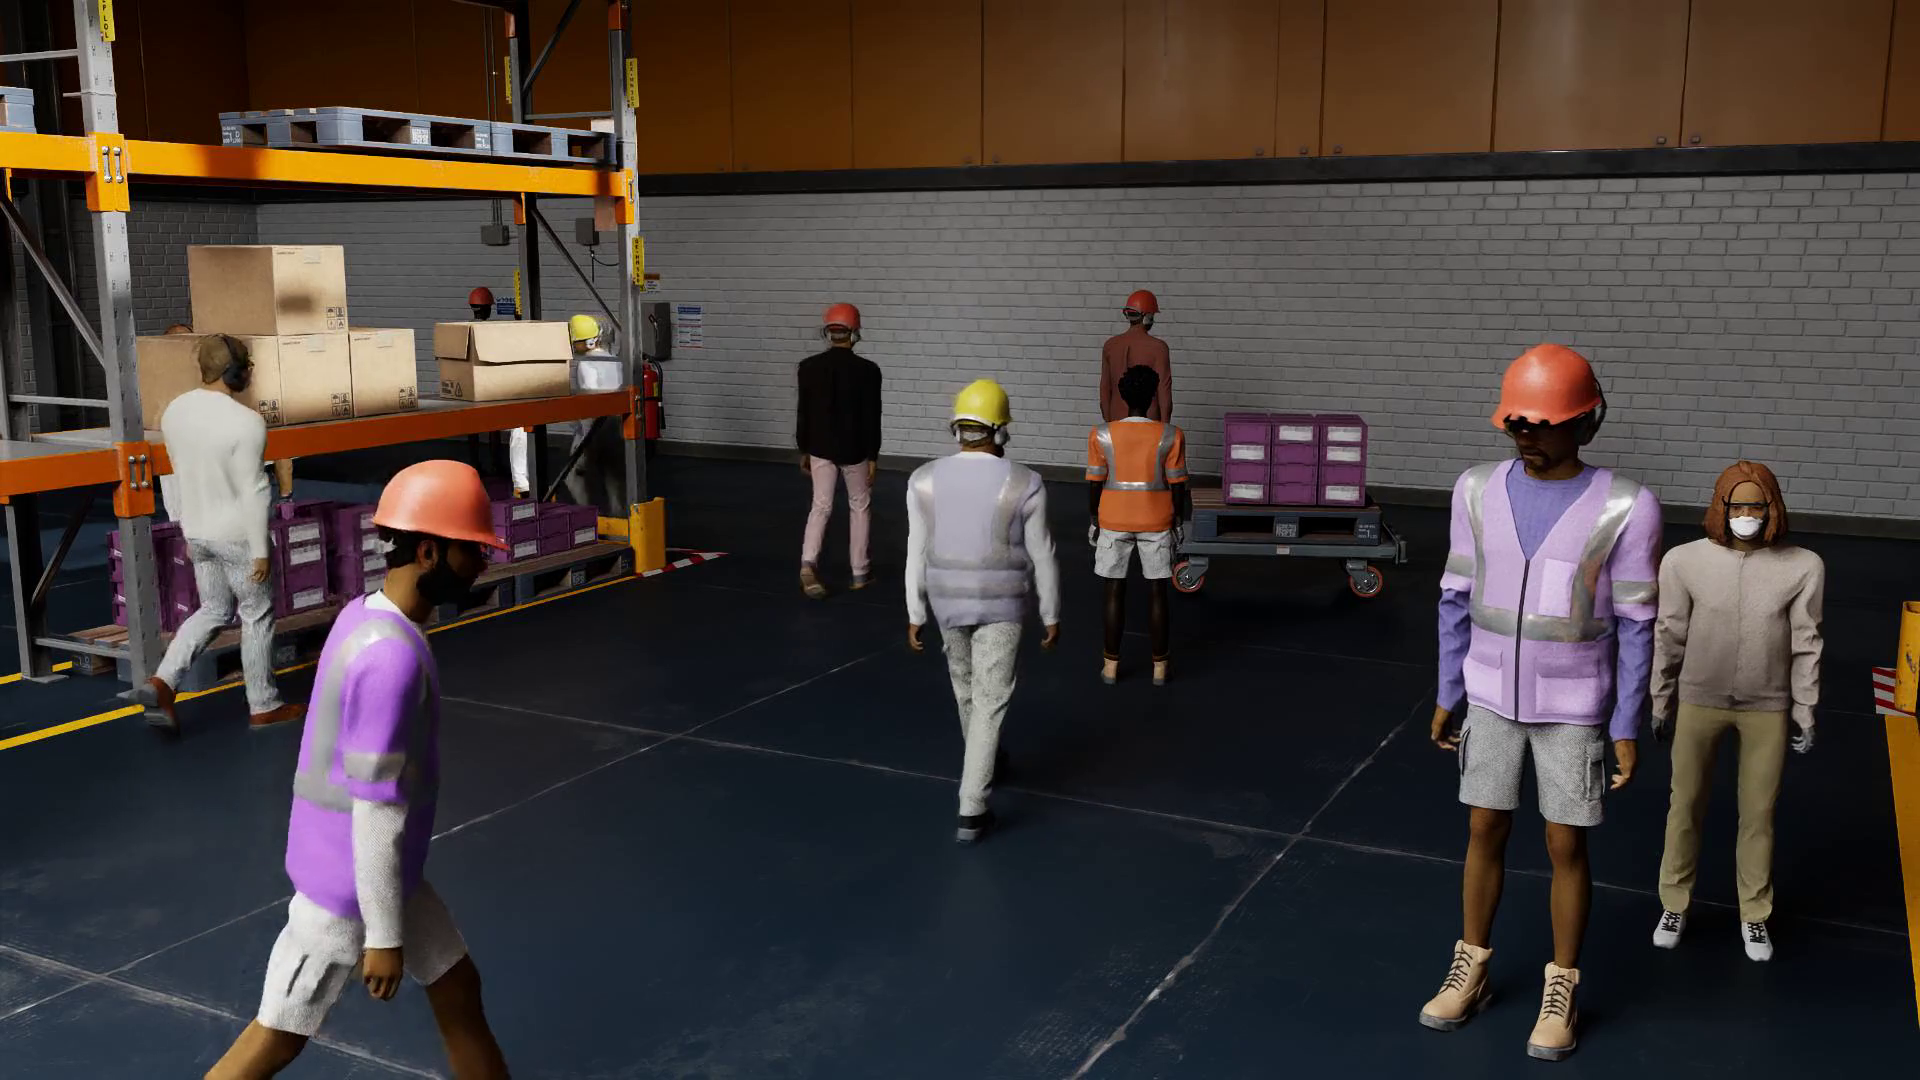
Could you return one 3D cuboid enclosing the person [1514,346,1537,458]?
[{"bbox_3d":[4.091,-0.564,11.811,0.279,1.636,0.505,9,13,41],"label":"person"}]

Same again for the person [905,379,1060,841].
[{"bbox_3d":[0.109,0.248,6.696,0.606,1.783,0.908,4,11,24],"label":"person"}]

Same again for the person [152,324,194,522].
[{"bbox_3d":[-4.901,-0.462,10.657,0.628,1.837,0.429,-1,10,-5],"label":"person"}]

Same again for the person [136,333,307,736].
[{"bbox_3d":[-3.470,-0.001,7.748,0.637,1.918,0.724,5,11,26],"label":"person"}]

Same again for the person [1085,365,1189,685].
[{"bbox_3d":[0.933,-0.075,8.803,0.539,1.695,0.318,1,10,8],"label":"person"}]

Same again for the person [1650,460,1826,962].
[{"bbox_3d":[2.500,0.550,5.389,0.503,1.627,0.270,3,10,18],"label":"person"}]

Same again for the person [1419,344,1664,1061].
[{"bbox_3d":[1.630,0.462,4.727,0.605,2.033,0.401,8,13,38],"label":"person"}]

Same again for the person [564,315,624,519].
[{"bbox_3d":[-2.894,-0.856,13.015,0.519,1.800,0.640,1,10,8],"label":"person"}]

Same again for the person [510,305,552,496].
[{"bbox_3d":[-4.051,-1.330,15.653,0.430,1.845,0.623,2,10,13],"label":"person"}]

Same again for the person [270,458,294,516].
[{"bbox_3d":[-6.020,-1.172,14.487,0.367,1.930,0.542,-2,10,-13],"label":"person"}]

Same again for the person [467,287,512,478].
[{"bbox_3d":[-4.795,-1.574,16.787,0.542,1.938,0.358,3,10,18],"label":"person"}]

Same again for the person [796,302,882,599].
[{"bbox_3d":[-0.828,-0.594,11.059,0.621,1.964,0.922,3,10,16],"label":"person"}]

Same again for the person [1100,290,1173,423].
[{"bbox_3d":[1.390,-0.947,12.987,0.625,1.992,0.389,8,12,38],"label":"person"}]

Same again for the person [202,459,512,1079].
[{"bbox_3d":[-1.375,0.738,3.754,1.167,1.837,0.563,-3,10,-17],"label":"person"}]
